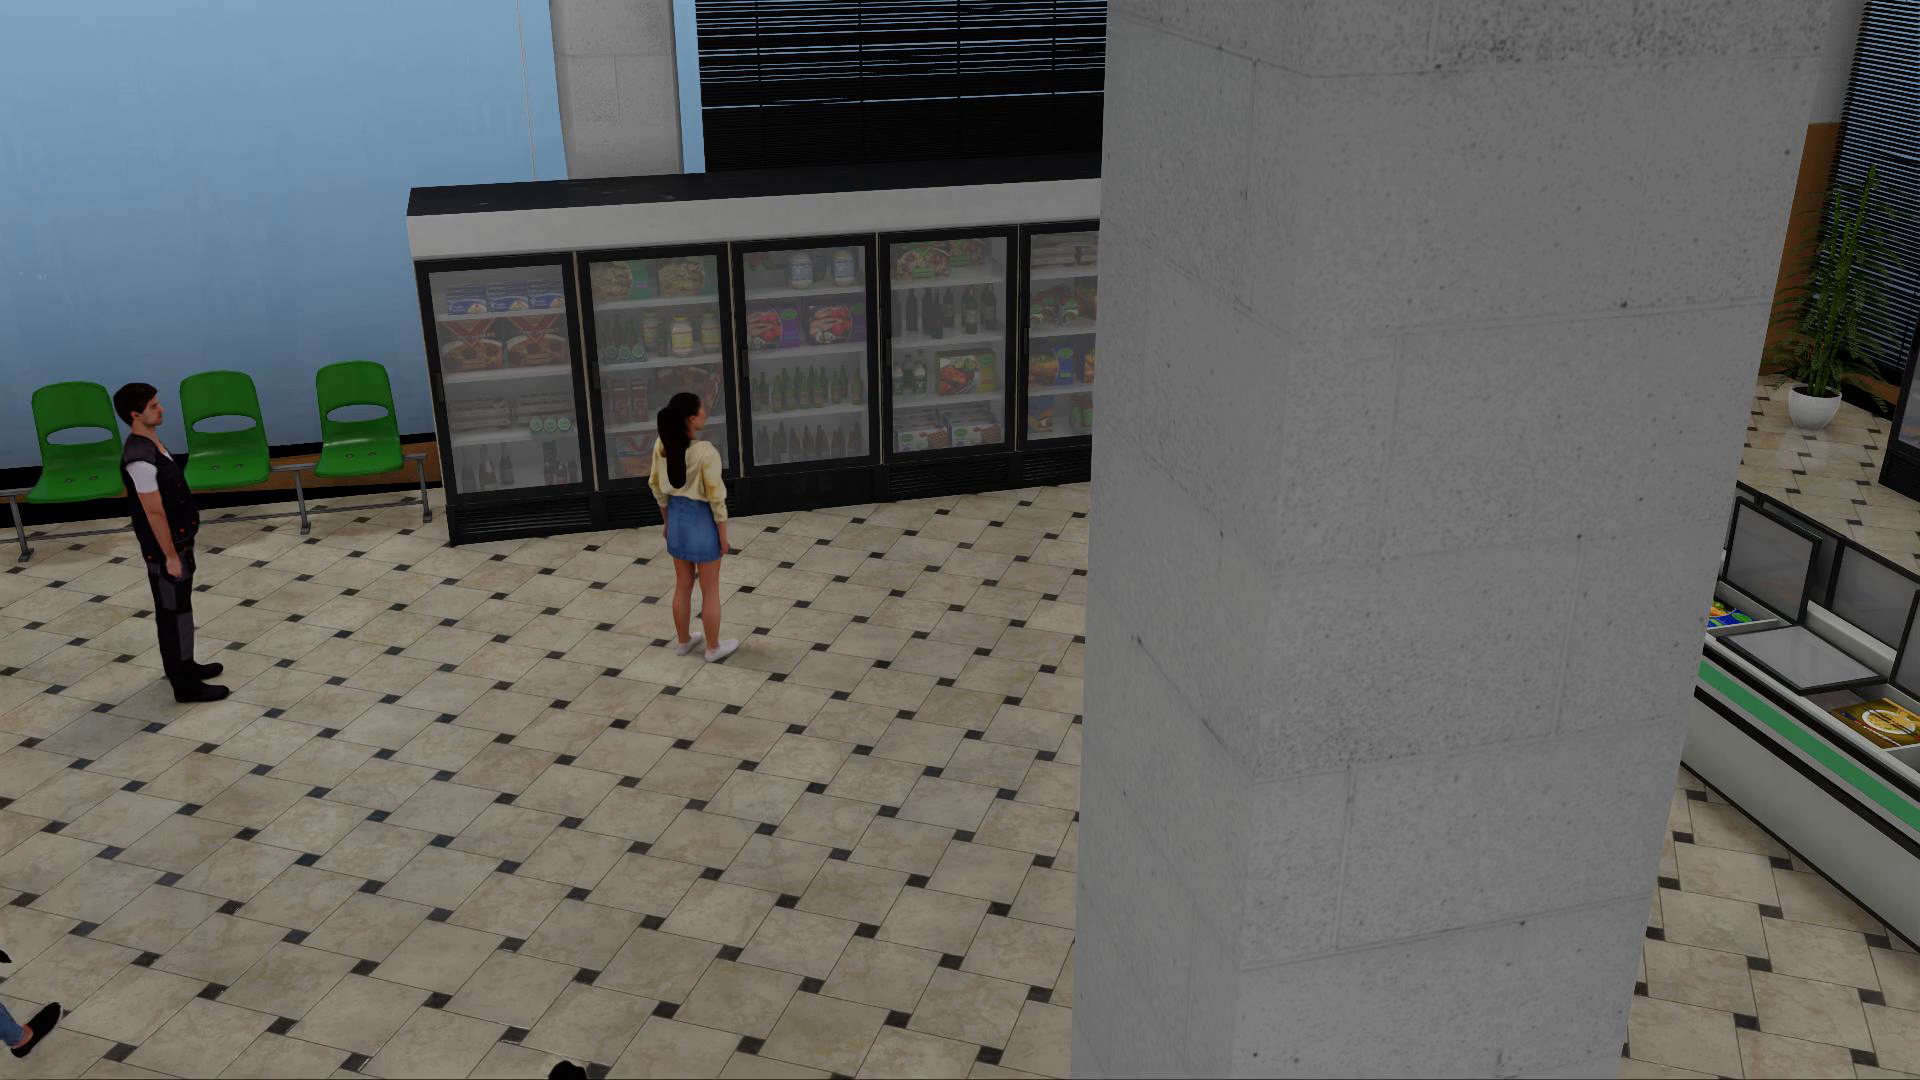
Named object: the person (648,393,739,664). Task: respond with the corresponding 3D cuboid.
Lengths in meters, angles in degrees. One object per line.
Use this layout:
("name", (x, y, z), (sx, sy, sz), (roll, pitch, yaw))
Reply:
("person", (-1.566, -0.075, 9.741), (0.707, 1.630, 0.755), (11, 26, 24))

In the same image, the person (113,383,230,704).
("person", (-4.445, 0.012, 9.271), (0.734, 1.848, 0.550), (-10, 26, -22))
